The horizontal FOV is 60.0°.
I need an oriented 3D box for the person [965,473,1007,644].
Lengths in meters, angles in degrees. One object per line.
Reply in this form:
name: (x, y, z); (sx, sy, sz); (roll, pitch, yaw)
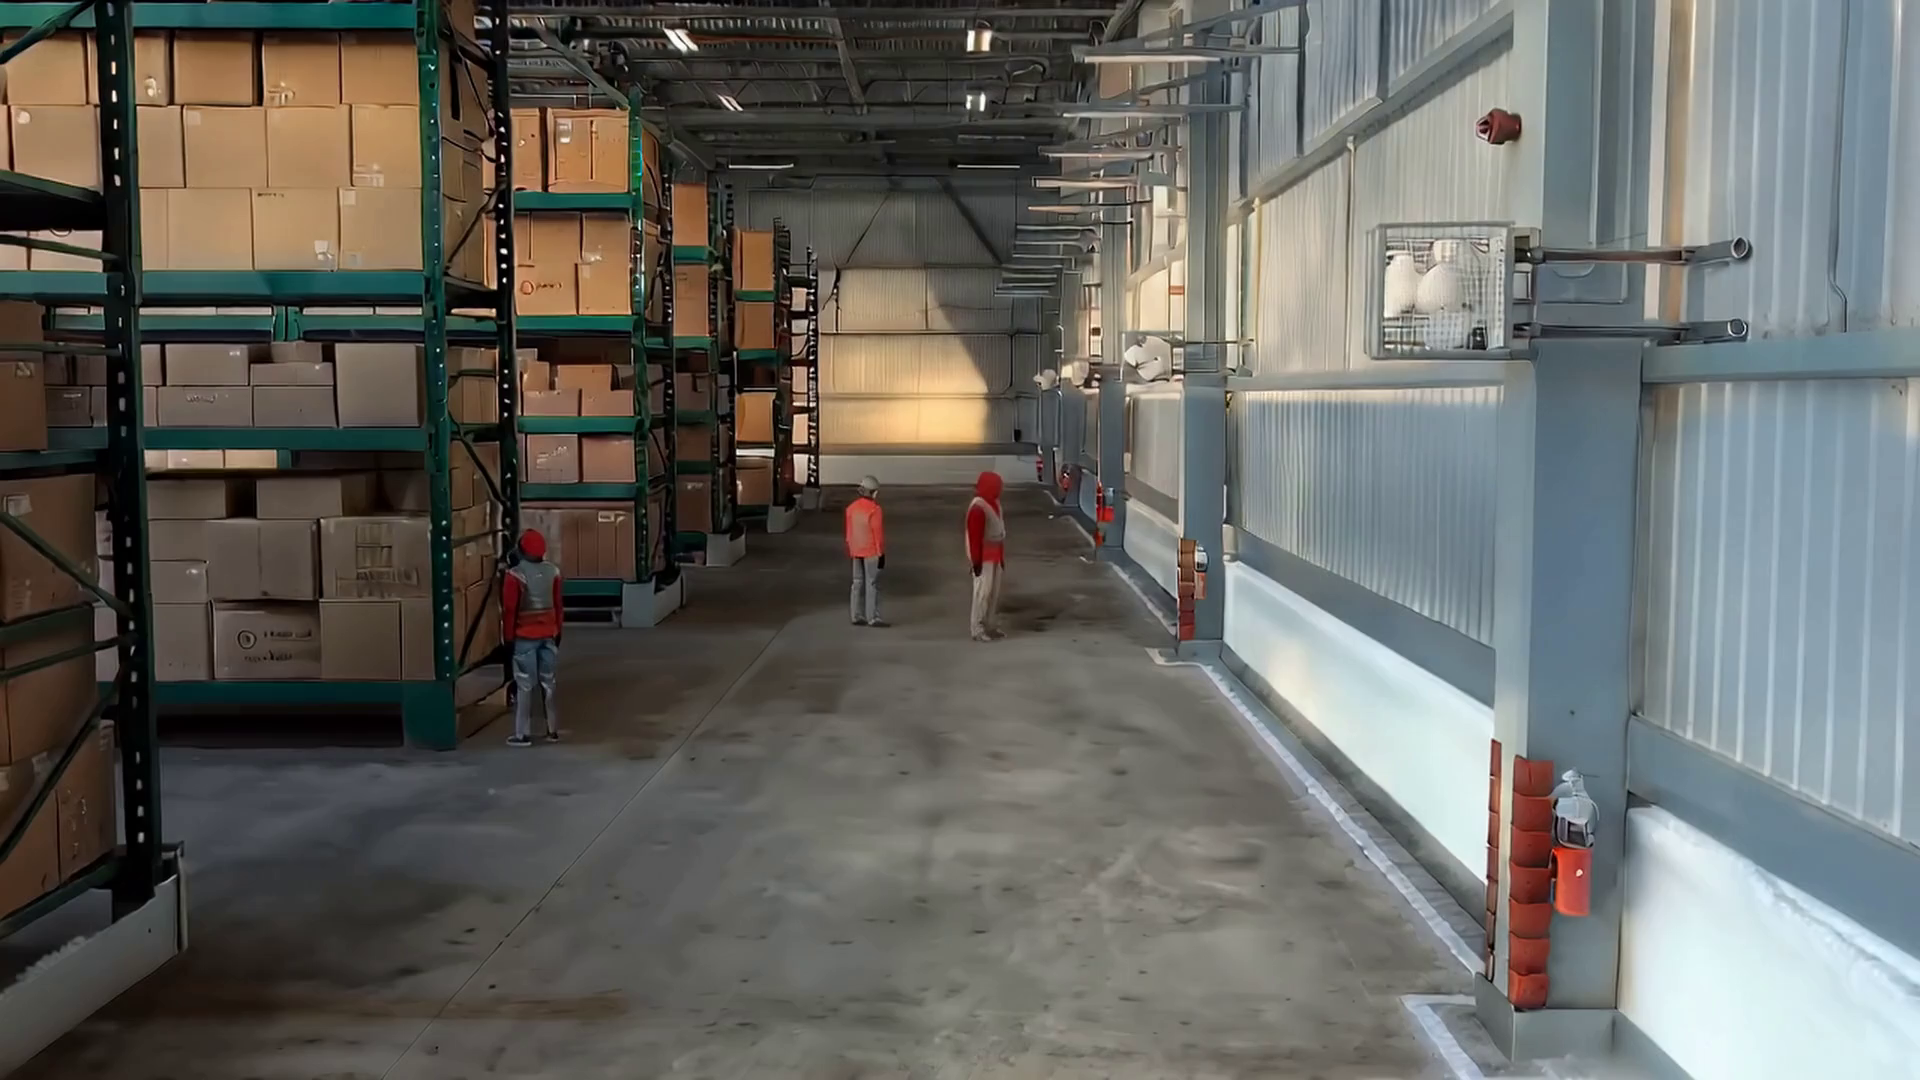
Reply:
person: (0.275, 0.195, 17.759); (0.432, 1.826, 0.662); (2, 5, 18)

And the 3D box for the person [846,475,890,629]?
person: (-1.044, 0.133, 18.881); (0.339, 1.746, 0.562); (-5, 7, -43)

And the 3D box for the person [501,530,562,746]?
person: (-3.218, 0.736, 12.545); (0.314, 1.632, 0.517); (4, 6, 41)
